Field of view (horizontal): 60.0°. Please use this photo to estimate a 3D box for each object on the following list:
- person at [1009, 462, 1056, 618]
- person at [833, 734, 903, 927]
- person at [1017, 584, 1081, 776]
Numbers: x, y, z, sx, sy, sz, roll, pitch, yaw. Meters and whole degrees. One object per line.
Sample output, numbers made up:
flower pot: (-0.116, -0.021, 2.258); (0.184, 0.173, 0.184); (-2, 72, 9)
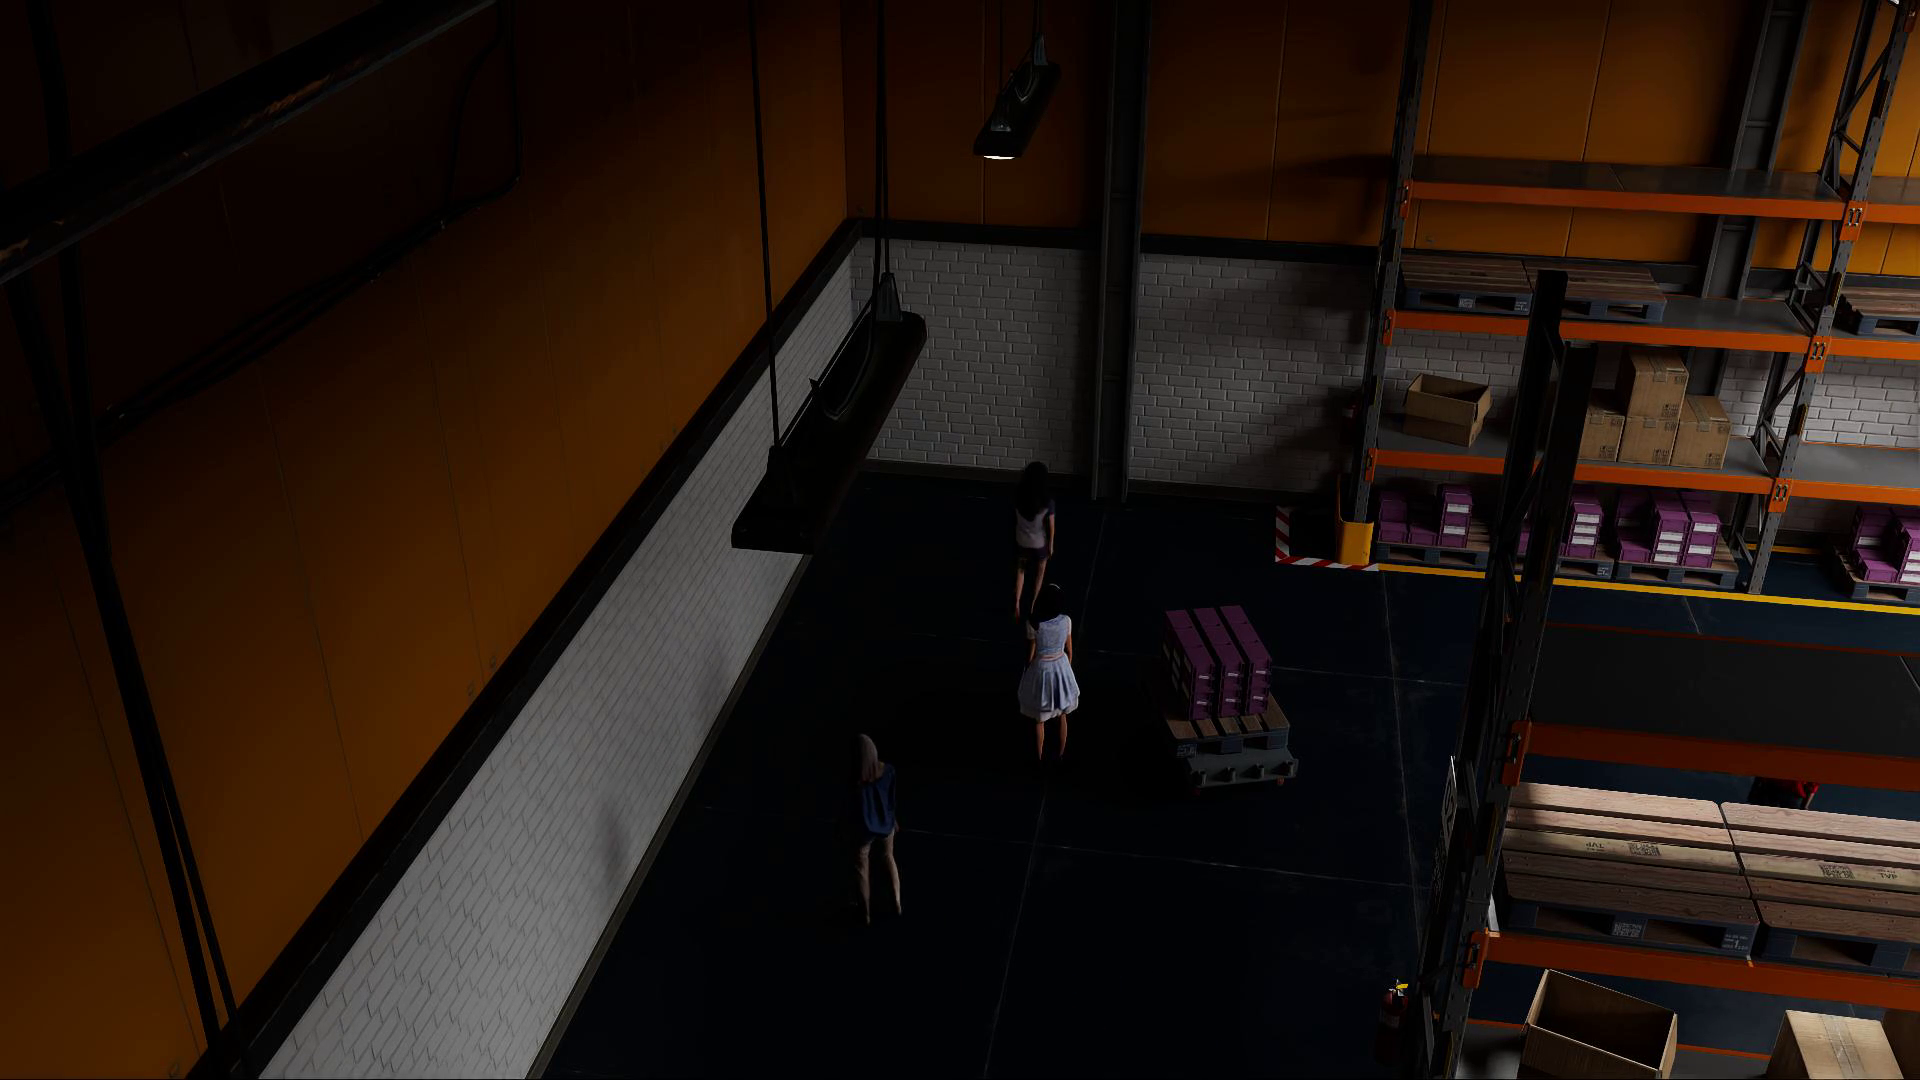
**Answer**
person: (0.666, 0.047, 16.148); (0.747, 1.697, 0.720); (9, 30, 15)
person: (-0.645, 2.170, 12.260); (0.725, 1.694, 0.808); (-13, 31, -23)
person: (0.744, 1.173, 13.957); (0.783, 1.818, 0.866); (-5, 29, -9)
